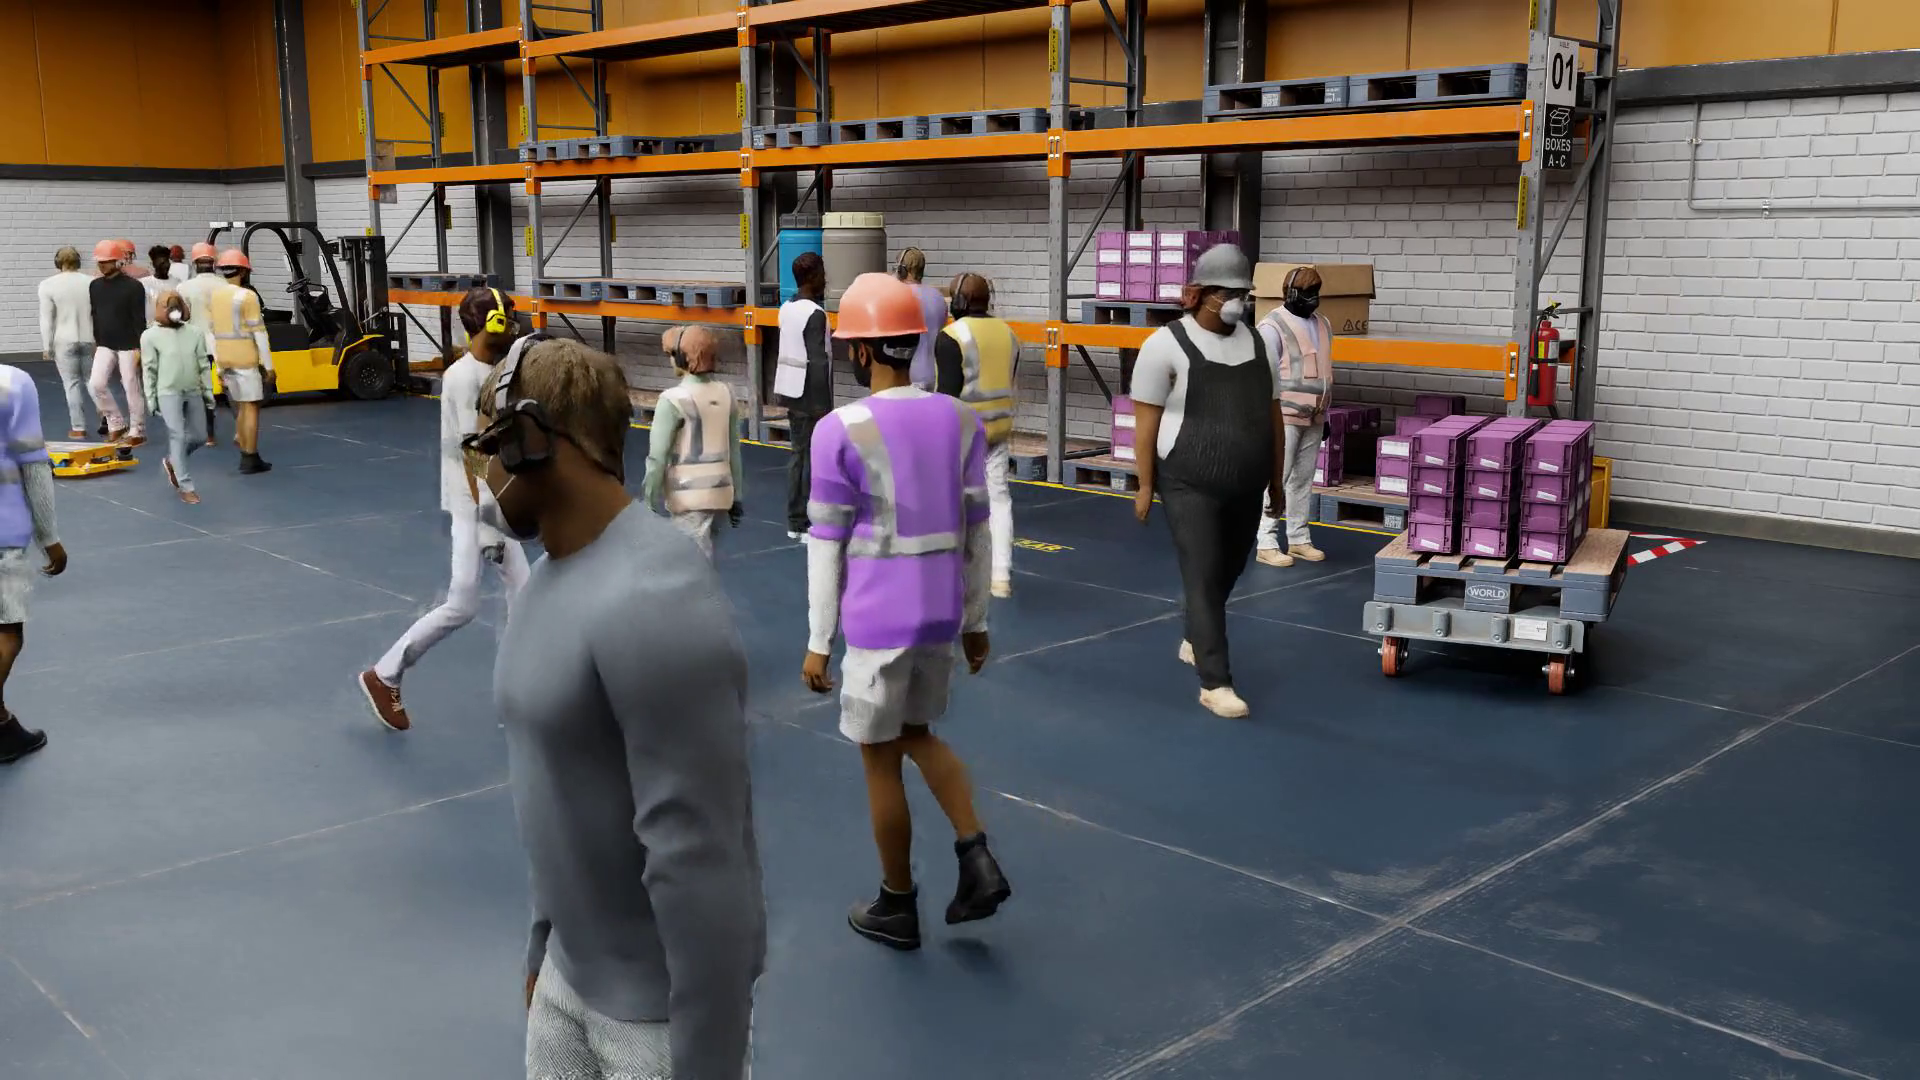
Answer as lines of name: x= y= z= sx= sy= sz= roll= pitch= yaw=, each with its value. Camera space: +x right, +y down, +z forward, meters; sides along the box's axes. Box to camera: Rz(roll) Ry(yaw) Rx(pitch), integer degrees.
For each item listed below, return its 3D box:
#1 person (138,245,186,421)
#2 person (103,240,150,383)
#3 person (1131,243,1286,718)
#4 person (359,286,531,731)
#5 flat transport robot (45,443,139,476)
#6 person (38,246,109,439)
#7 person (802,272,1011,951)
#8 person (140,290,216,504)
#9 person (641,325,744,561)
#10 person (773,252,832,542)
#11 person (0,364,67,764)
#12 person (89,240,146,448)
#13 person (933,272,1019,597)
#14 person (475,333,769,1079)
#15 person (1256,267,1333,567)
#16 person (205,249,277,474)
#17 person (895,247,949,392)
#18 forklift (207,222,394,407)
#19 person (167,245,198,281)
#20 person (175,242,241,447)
person: x=-8.797 y=-2.295 z=18.396 sx=1.018 sy=1.921 sz=0.616 roll=7 pitch=13 yaw=34
person: x=-11.541 y=-3.174 z=23.110 sx=0.629 sy=1.936 sz=1.043 roll=-3 pitch=11 yaw=-17
person: x=1.122 y=-0.322 z=7.299 sx=0.694 sy=2.000 sz=0.924 roll=-4 pitch=11 yaw=-22
person: x=-2.027 y=-0.114 z=6.765 sx=0.844 sy=1.825 sz=0.551 roll=0 pitch=10 yaw=0
flat transport robot: x=-7.874 y=-0.705 z=14.220 sx=1.431 sy=0.197 sz=0.652 roll=2 pitch=11 yaw=12
person: x=-8.717 y=-1.936 z=16.444 sx=0.505 sy=1.926 sz=0.631 roll=8 pitch=13 yaw=39
person: x=-0.159 y=0.220 z=4.681 sx=0.553 sy=1.925 sz=0.509 roll=-9 pitch=14 yaw=-41
person: x=-5.993 y=-1.102 z=12.699 sx=0.590 sy=1.619 sz=0.501 roll=8 pitch=13 yaw=37
person: x=-1.200 y=-0.149 z=7.475 sx=0.373 sy=1.624 sz=0.525 roll=5 pitch=12 yaw=26
person: x=-1.017 y=-0.926 z=10.998 sx=0.357 sy=1.907 sz=0.697 roll=-5 pitch=12 yaw=-26
person: x=-3.625 y=-0.021 z=6.050 sx=0.542 sy=1.908 sz=0.881 roll=-1 pitch=10 yaw=-4
person: x=-7.981 y=-1.834 z=15.729 sx=0.640 sy=1.969 sz=0.516 roll=2 pitch=11 yaw=12
person: x=-0.002 y=-0.601 z=9.458 sx=0.868 sy=1.804 sz=0.648 roll=10 pitch=14 yaw=44
person: x=-0.421 y=0.666 z=2.351 sx=0.366 sy=1.891 sz=0.842 roll=-6 pitch=12 yaw=-31
person: x=2.062 y=-0.753 z=10.232 sx=0.619 sy=1.836 sz=0.431 roll=-9 pitch=14 yaw=-40
person: x=-6.132 y=-1.514 z=14.249 sx=0.577 sy=1.909 sz=0.462 roll=5 pitch=12 yaw=27
person: x=-0.331 y=-1.114 z=11.897 sx=0.379 sy=1.940 sz=0.629 roll=8 pitch=13 yaw=37
forklift: x=-8.169 y=-2.758 z=20.163 sx=2.313 sy=2.155 sz=1.214 roll=-10 pitch=14 yaw=-44
person: x=-12.292 y=-3.690 z=26.154 sx=0.592 sy=1.856 sz=0.793 roll=-7 pitch=12 yaw=-33
person: x=-7.096 y=-1.848 z=15.859 sx=0.629 sy=1.967 sz=0.894 roll=-8 pitch=13 yaw=-38
